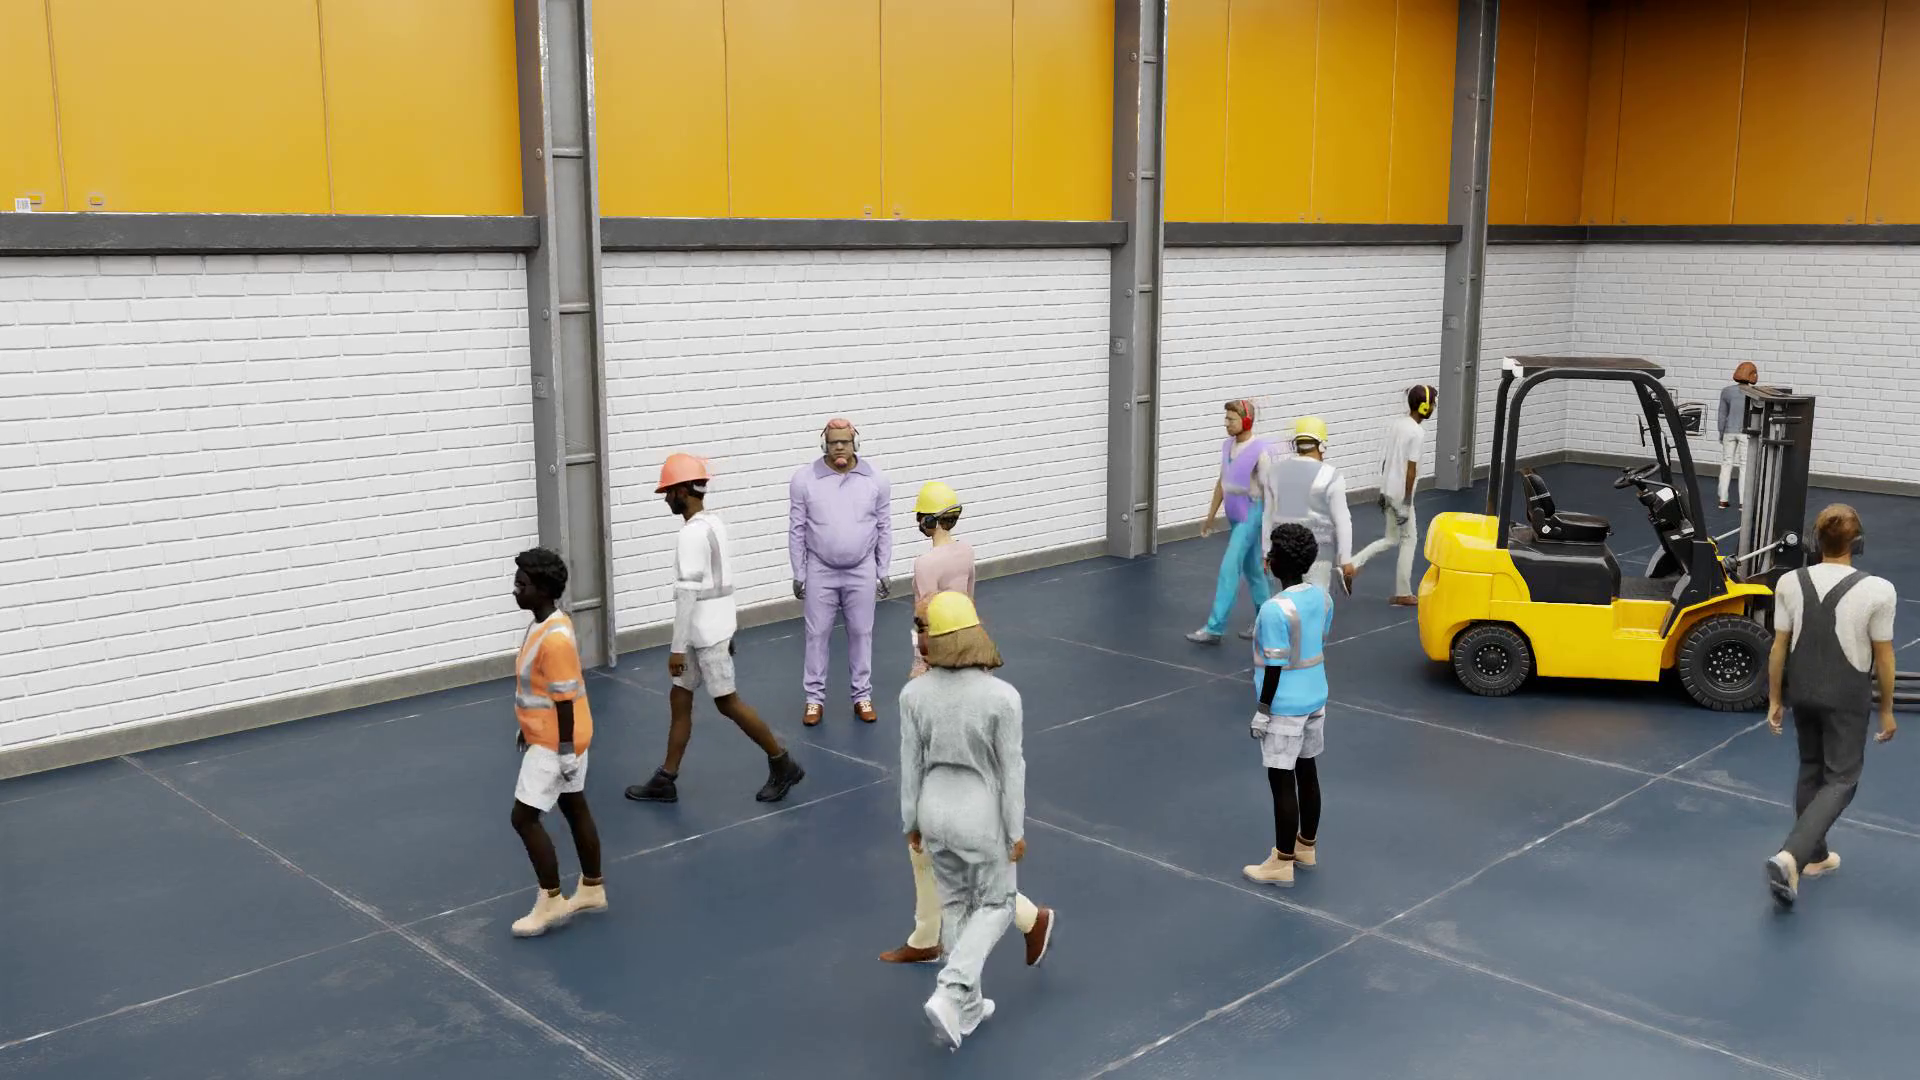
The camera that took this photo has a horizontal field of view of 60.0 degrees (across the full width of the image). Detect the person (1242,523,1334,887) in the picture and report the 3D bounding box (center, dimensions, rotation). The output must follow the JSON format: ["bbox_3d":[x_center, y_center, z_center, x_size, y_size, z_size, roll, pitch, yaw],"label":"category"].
[{"bbox_3d":[1.525,0.761,7.733,0.319,1.697,0.533,8,13,38],"label":"person"}]

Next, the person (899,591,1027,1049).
[{"bbox_3d":[-0.014,1.049,6.122,0.496,1.706,0.536,5,12,27],"label":"person"}]

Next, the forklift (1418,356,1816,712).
[{"bbox_3d":[4.276,-0.101,11.076,2.313,2.155,1.214,2,11,13],"label":"forklift"}]

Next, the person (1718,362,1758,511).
[{"bbox_3d":[8.577,-1.143,18.286,0.280,1.632,0.501,-8,13,-36],"label":"person"}]

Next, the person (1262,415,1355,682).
[{"bbox_3d":[2.340,0.075,11.159,0.441,1.807,0.623,-10,14,-43],"label":"person"}]

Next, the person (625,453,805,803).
[{"bbox_3d":[-1.289,0.481,8.798,0.953,1.878,0.627,0,10,-1],"label":"person"}]

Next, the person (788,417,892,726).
[{"bbox_3d":[-0.729,0.194,10.250,0.642,1.909,0.399,-2,11,-9],"label":"person"}]

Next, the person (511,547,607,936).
[{"bbox_3d":[-1.805,0.861,7.205,0.560,1.679,0.534,-3,11,-15],"label":"person"}]

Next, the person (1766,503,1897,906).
[{"bbox_3d":[3.909,0.740,7.532,0.805,1.819,0.517,-8,13,-36],"label":"person"}]

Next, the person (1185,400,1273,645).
[{"bbox_3d":[1.990,-0.126,12.264,0.898,1.805,0.570,-3,11,-14],"label":"person"}]

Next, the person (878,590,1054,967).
[{"bbox_3d":[0.017,0.994,6.722,0.661,1.615,0.515,0,10,0],"label":"person"}]

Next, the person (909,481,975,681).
[{"bbox_3d":[-0.106,0.576,8.554,0.328,1.767,0.532,6,12,28],"label":"person"}]

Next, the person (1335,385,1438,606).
[{"bbox_3d":[3.468,-0.346,13.431,0.689,1.832,0.536,-2,11,-10],"label":"person"}]
